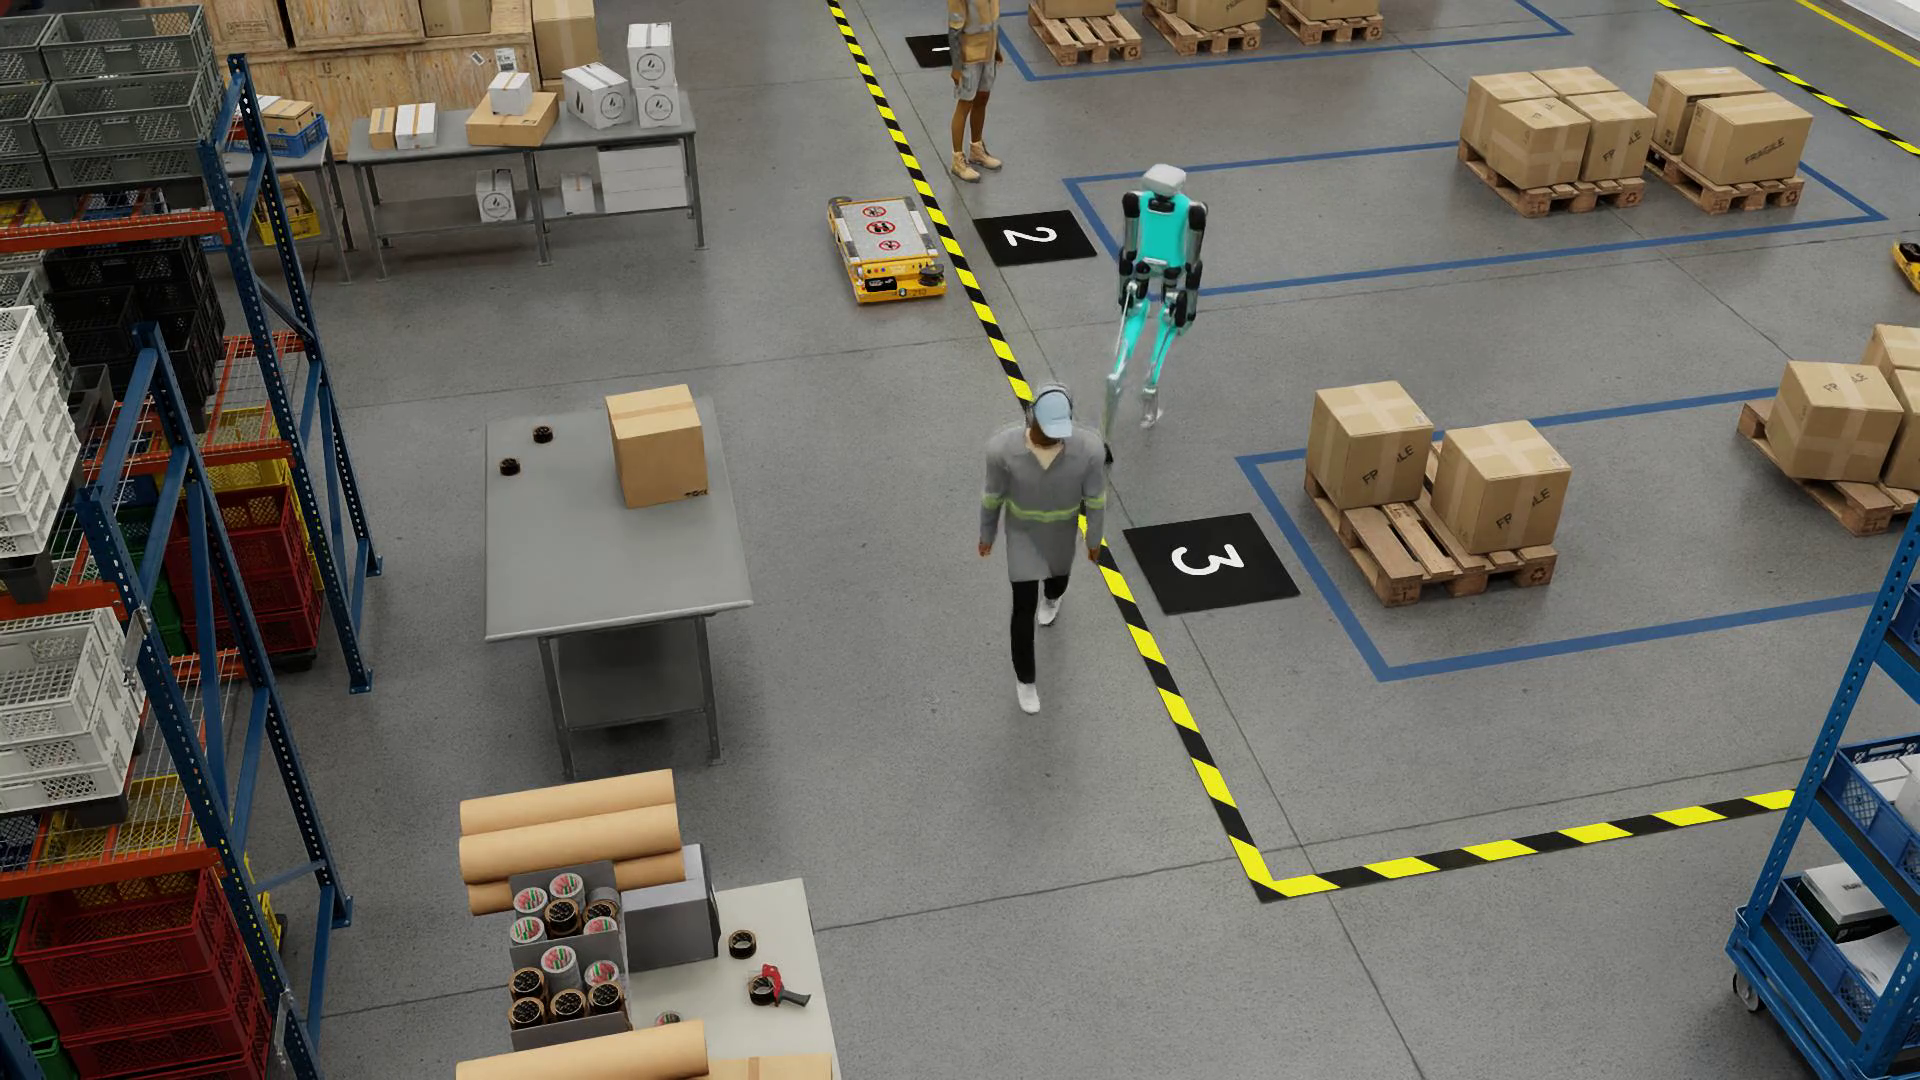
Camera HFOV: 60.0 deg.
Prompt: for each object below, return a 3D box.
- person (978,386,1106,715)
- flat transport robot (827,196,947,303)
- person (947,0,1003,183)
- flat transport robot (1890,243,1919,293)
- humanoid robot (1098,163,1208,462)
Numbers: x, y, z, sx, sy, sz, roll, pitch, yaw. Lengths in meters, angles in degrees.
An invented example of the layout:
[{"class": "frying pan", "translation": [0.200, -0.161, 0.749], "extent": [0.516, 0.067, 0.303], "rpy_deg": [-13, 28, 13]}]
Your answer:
[{"class": "person", "translation": [0.412, -0.083, 8.380], "extent": [0.628, 1.810, 0.861], "rpy_deg": [0, 37, -1]}, {"class": "flat transport robot", "translation": [-0.570, -2.220, 12.538], "extent": [0.659, 0.231, 1.431], "rpy_deg": [-8, 37, -10]}, {"class": "person", "translation": [0.157, -3.889, 13.303], "extent": [0.393, 2.031, 0.613], "rpy_deg": [25, 43, 29]}, {"class": "flat transport robot", "translation": [7.719, -2.006, 12.226], "extent": [1.431, 0.197, 0.652], "rpy_deg": [4, 37, 5]}, {"class": "humanoid robot", "translation": [1.083, -1.301, 10.103], "extent": [0.547, 1.793, 0.913], "rpy_deg": [17, 40, 22]}]
